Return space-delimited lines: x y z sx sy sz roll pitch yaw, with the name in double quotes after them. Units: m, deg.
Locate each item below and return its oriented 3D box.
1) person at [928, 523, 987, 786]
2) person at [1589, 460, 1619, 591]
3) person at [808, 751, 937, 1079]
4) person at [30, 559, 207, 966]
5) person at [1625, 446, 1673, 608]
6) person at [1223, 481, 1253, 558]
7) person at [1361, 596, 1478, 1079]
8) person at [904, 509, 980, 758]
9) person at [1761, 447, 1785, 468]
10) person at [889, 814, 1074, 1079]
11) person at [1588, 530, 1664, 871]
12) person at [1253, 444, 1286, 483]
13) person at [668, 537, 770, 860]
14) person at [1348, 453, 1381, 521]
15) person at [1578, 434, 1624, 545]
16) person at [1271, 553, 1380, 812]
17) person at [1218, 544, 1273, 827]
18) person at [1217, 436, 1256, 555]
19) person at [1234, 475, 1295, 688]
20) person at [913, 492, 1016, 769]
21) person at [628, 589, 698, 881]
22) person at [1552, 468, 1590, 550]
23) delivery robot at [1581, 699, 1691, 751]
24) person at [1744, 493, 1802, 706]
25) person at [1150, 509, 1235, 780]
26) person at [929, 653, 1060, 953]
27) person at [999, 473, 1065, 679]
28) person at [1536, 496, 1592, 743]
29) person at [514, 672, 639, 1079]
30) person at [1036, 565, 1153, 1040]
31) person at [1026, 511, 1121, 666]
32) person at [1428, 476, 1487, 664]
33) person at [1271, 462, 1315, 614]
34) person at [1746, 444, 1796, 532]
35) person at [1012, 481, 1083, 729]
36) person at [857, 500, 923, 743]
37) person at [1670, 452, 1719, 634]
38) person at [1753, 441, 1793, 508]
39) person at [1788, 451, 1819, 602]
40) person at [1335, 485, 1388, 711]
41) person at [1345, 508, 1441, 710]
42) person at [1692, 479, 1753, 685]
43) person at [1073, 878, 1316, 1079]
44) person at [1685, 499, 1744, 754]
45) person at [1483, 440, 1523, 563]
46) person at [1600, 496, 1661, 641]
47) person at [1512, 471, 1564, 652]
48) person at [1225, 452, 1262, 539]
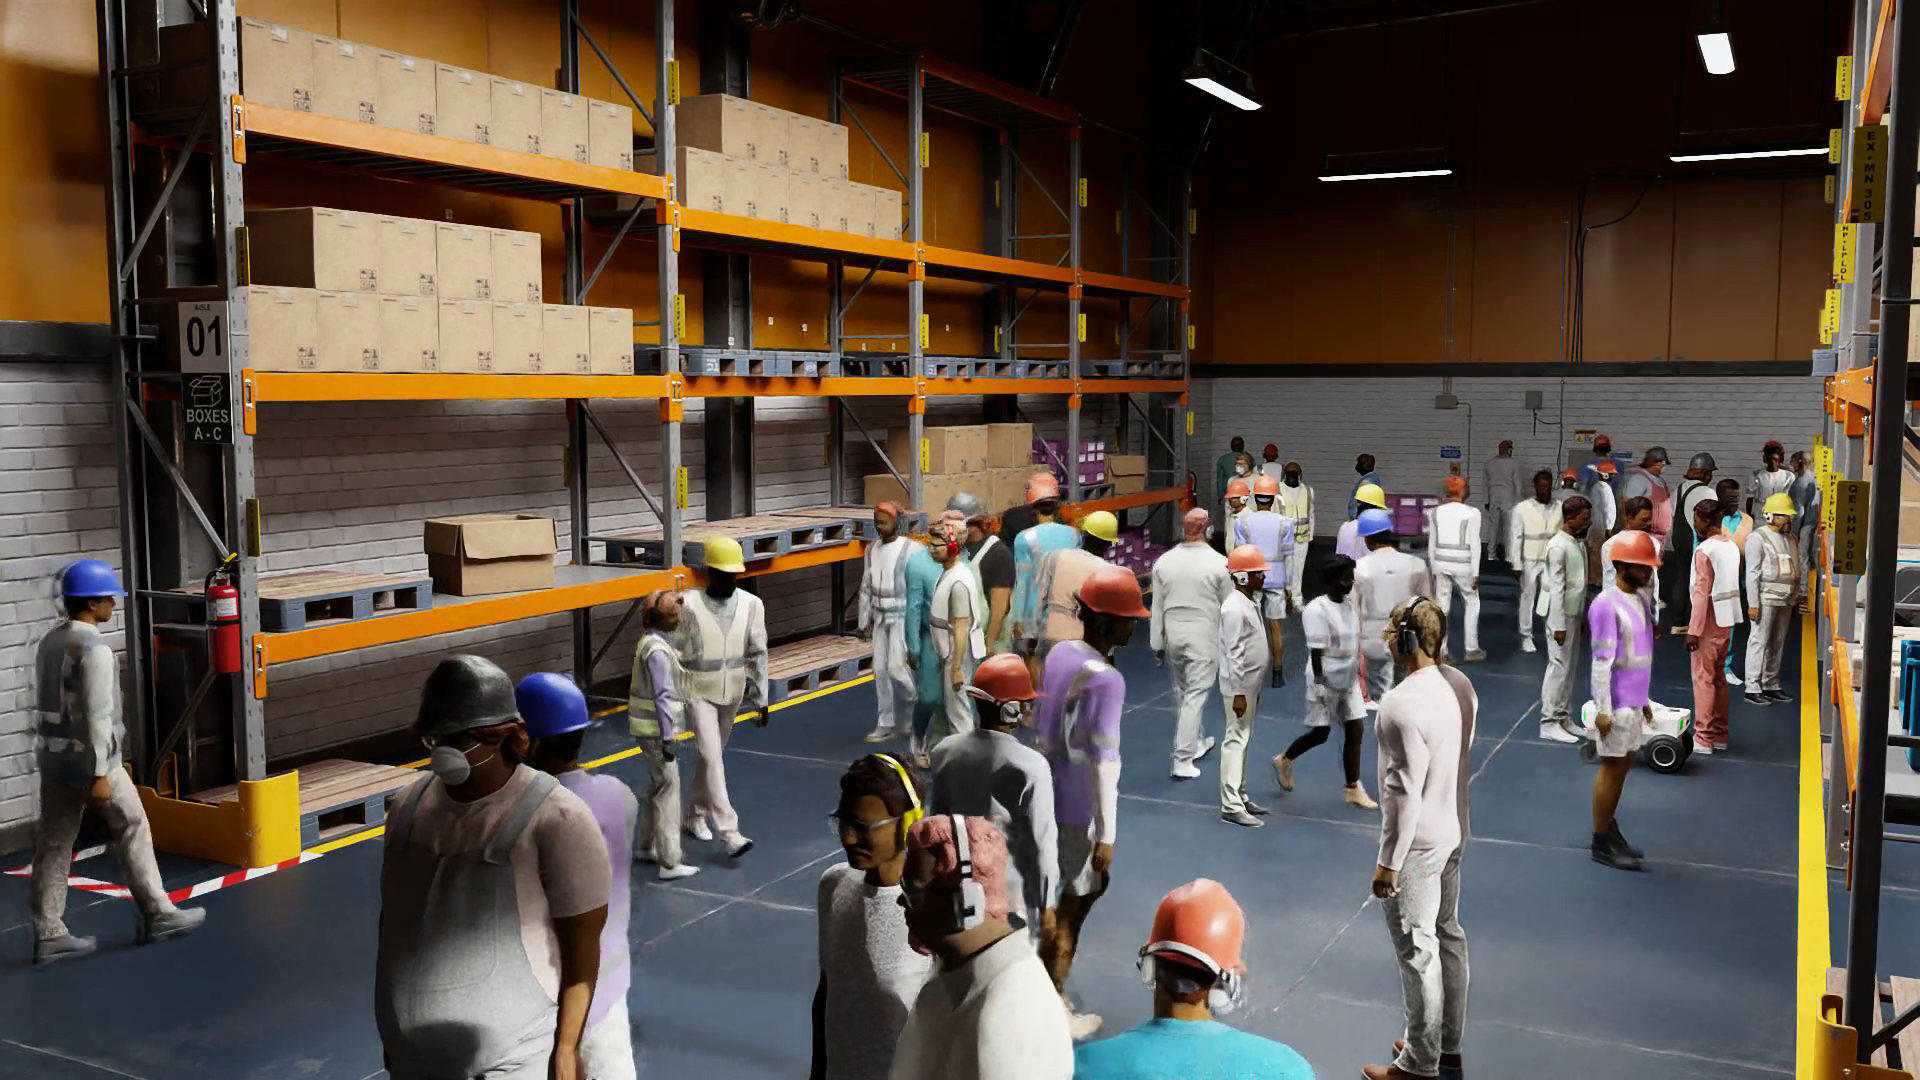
-0.020 0.801 11.171 0.387 1.837 0.567 -1 5 -7 "person"
8.636 -0.195 22.295 0.329 1.751 0.569 1 5 6 "person"
-0.190 1.441 4.106 0.514 1.868 0.328 4 6 34 "person"
-4.128 1.045 8.076 0.631 1.909 0.885 4 7 37 "person"
8.491 -0.169 20.501 0.769 2.000 0.572 -5 7 -40 "person"
2.968 0.238 17.726 0.354 1.742 0.561 -1 6 -15 "person"
1.796 1.183 6.488 0.355 1.938 0.634 4 7 39 "person"
-0.094 0.712 11.812 0.655 1.885 0.726 -2 6 -20 "person"
11.903 -0.449 24.340 0.576 1.885 0.355 -3 6 -33 "person"
0.036 1.500 3.526 0.989 1.861 0.651 -1 5 -12 "person"
3.821 0.903 9.545 0.385 1.934 0.550 5 7 44 "person"
4.621 -0.487 24.758 0.572 1.883 0.356 0 5 -4 "person"
-1.398 0.914 9.753 0.594 1.859 1.036 -4 6 -34 "person"
5.409 -0.236 22.267 0.429 1.847 0.625 2 6 17 "person"
9.489 -0.554 24.684 0.635 2.029 0.524 1 5 6 "person"
2.387 0.907 10.843 0.538 1.673 0.672 -4 7 -38 "person"
1.796 0.902 10.471 0.323 1.755 0.563 2 6 17 "person"
4.468 -0.712 26.896 0.630 1.936 0.366 2 6 20 "person"
2.756 0.382 15.115 0.546 1.938 0.360 1 5 7 "person"
0.051 0.636 11.833 0.705 2.000 0.874 5 7 42 "person"
-1.668 1.077 9.336 0.378 1.617 0.546 -1 5 -13 "person"
7.687 -0.044 20.978 0.577 1.706 0.749 -1 5 -8 "person"
4.873 1.308 12.004 0.707 0.478 0.477 3 6 30 "delivery robot"
7.008 0.508 14.317 0.600 1.829 0.404 -3 6 -30 "person"
1.720 0.720 11.807 0.639 1.868 0.962 4 7 38 "person"
0.147 1.294 6.273 0.575 1.749 0.334 4 7 40 "person"
0.591 0.348 15.491 0.794 1.941 0.459 1 5 9 "person"
4.689 0.606 12.886 0.411 1.908 0.593 4 6 35 "person"
-1.134 1.337 4.986 0.954 1.911 0.622 3 6 26 "person"
0.524 1.104 6.954 0.534 2.011 0.639 -1 6 -16 "person"
0.869 0.716 11.922 0.779 1.862 0.671 -5 7 -42 "person"
4.947 0.295 16.449 0.607 1.854 0.792 5 7 45 "person"
3.972 -0.017 19.954 0.624 1.839 0.430 -1 5 -11 "person"
10.912 -0.310 22.403 0.613 1.963 0.361 1 5 14 "person"
0.694 0.539 13.059 0.645 2.015 0.870 -3 6 -28 "person"
-0.508 0.625 12.799 0.593 1.877 0.439 5 7 45 "person"
8.068 0.051 18.128 0.535 2.000 0.681 -1 5 -8 "person"
11.122 -0.363 22.820 0.623 1.993 0.384 -2 6 -18 "person"
10.696 -0.168 21.119 0.374 1.932 0.622 5 7 40 "person"
3.421 0.485 14.129 0.391 1.912 0.593 -2 6 -17 "person"
2.991 0.739 11.460 0.678 1.900 0.649 0 5 -4 "person"
6.970 0.386 15.259 0.583 1.910 0.401 -1 5 -13 "person"
0.466 1.579 3.435 0.577 1.719 0.769 0 5 -1 "person"
5.639 0.645 12.480 0.413 1.906 0.599 5 7 43 "person"
8.454 -0.599 25.838 0.401 1.906 0.651 -5 7 -41 "person"
5.171 0.610 12.854 0.598 1.908 0.410 -3 6 -31 "person"
5.912 0.247 16.845 0.626 1.874 0.929 0 5 -4 "person"
3.546 -0.131 20.638 0.353 1.936 0.635 -5 7 -41 "person"
